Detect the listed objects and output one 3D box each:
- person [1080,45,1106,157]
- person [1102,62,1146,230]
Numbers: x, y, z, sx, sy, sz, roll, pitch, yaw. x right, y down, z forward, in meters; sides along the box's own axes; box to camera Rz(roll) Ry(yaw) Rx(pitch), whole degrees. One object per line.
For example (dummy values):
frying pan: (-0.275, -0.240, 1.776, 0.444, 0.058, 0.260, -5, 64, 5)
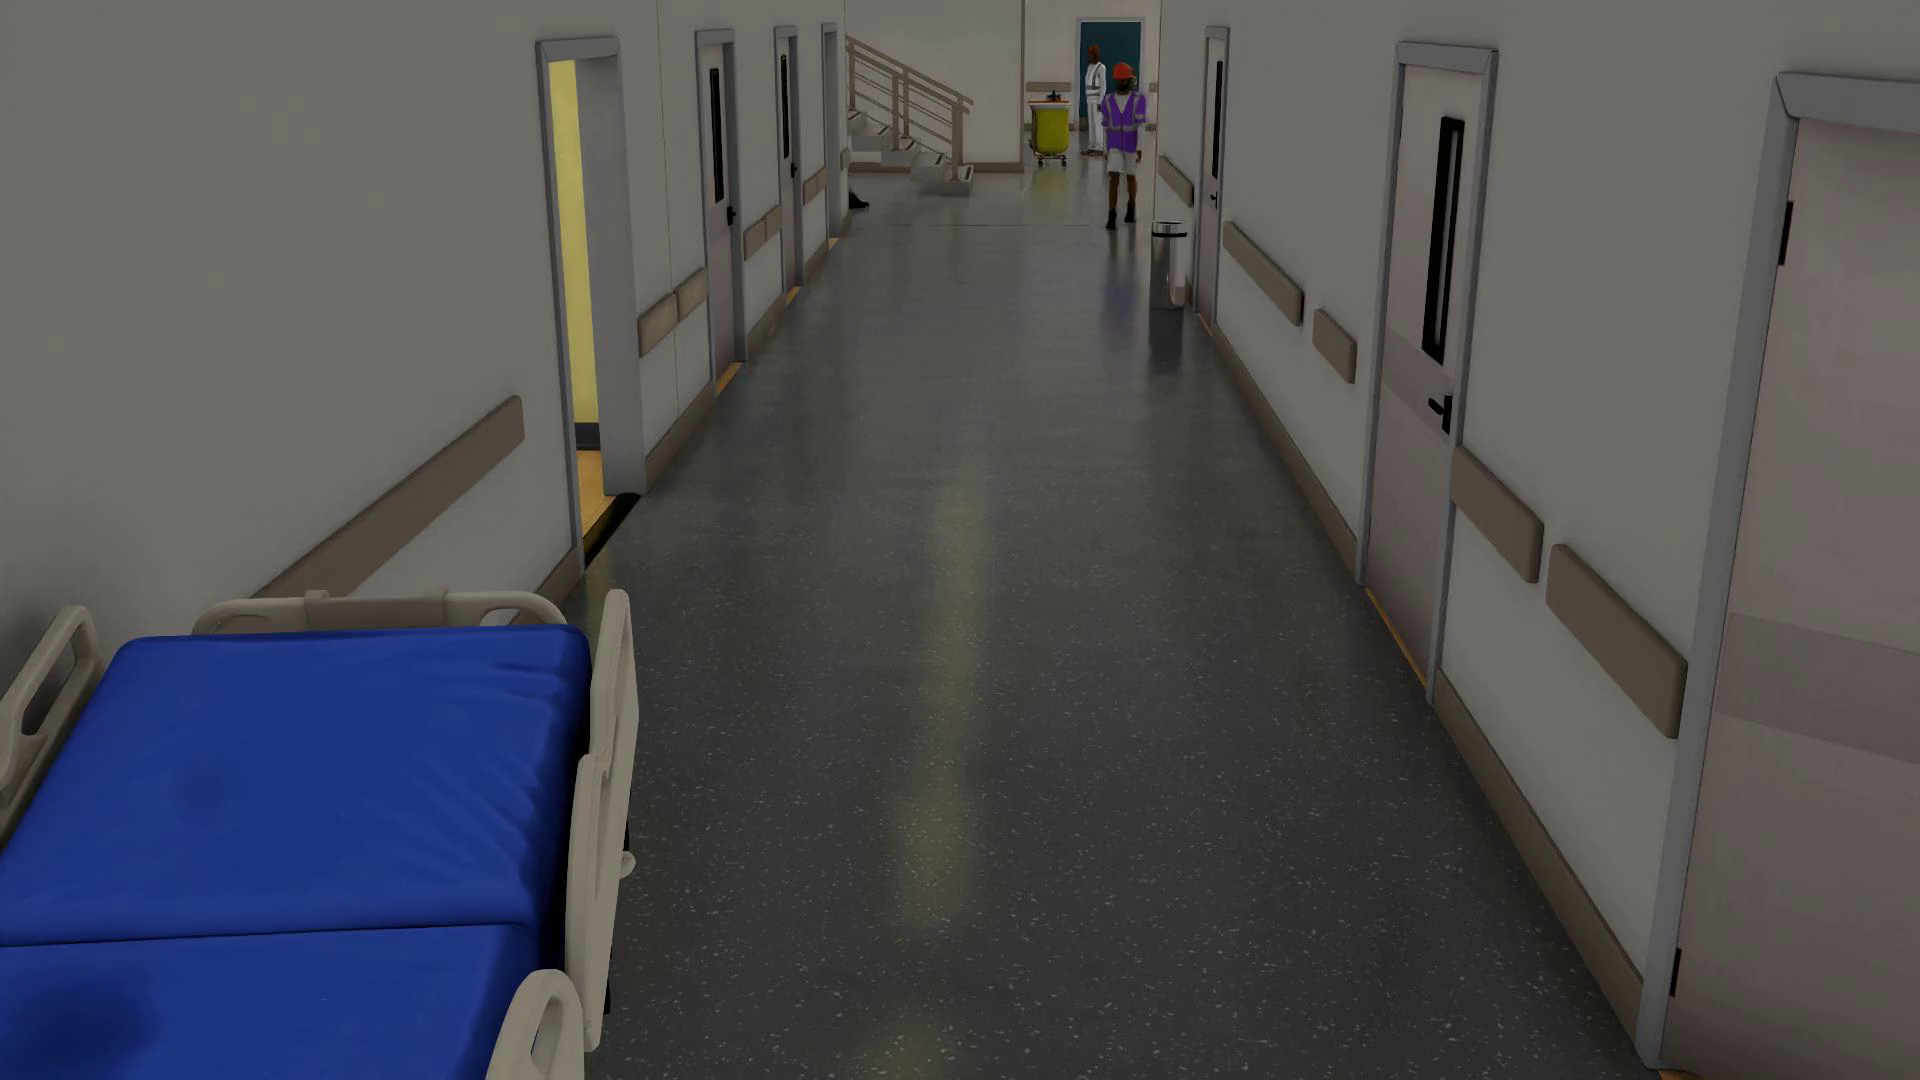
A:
person: (2.343, -7.625, 28.910, 0.356, 1.885, 0.575, -6, 19, -19)
person: (1.920, -4.634, 19.519, 0.542, 1.890, 1.011, 4, 18, 13)
